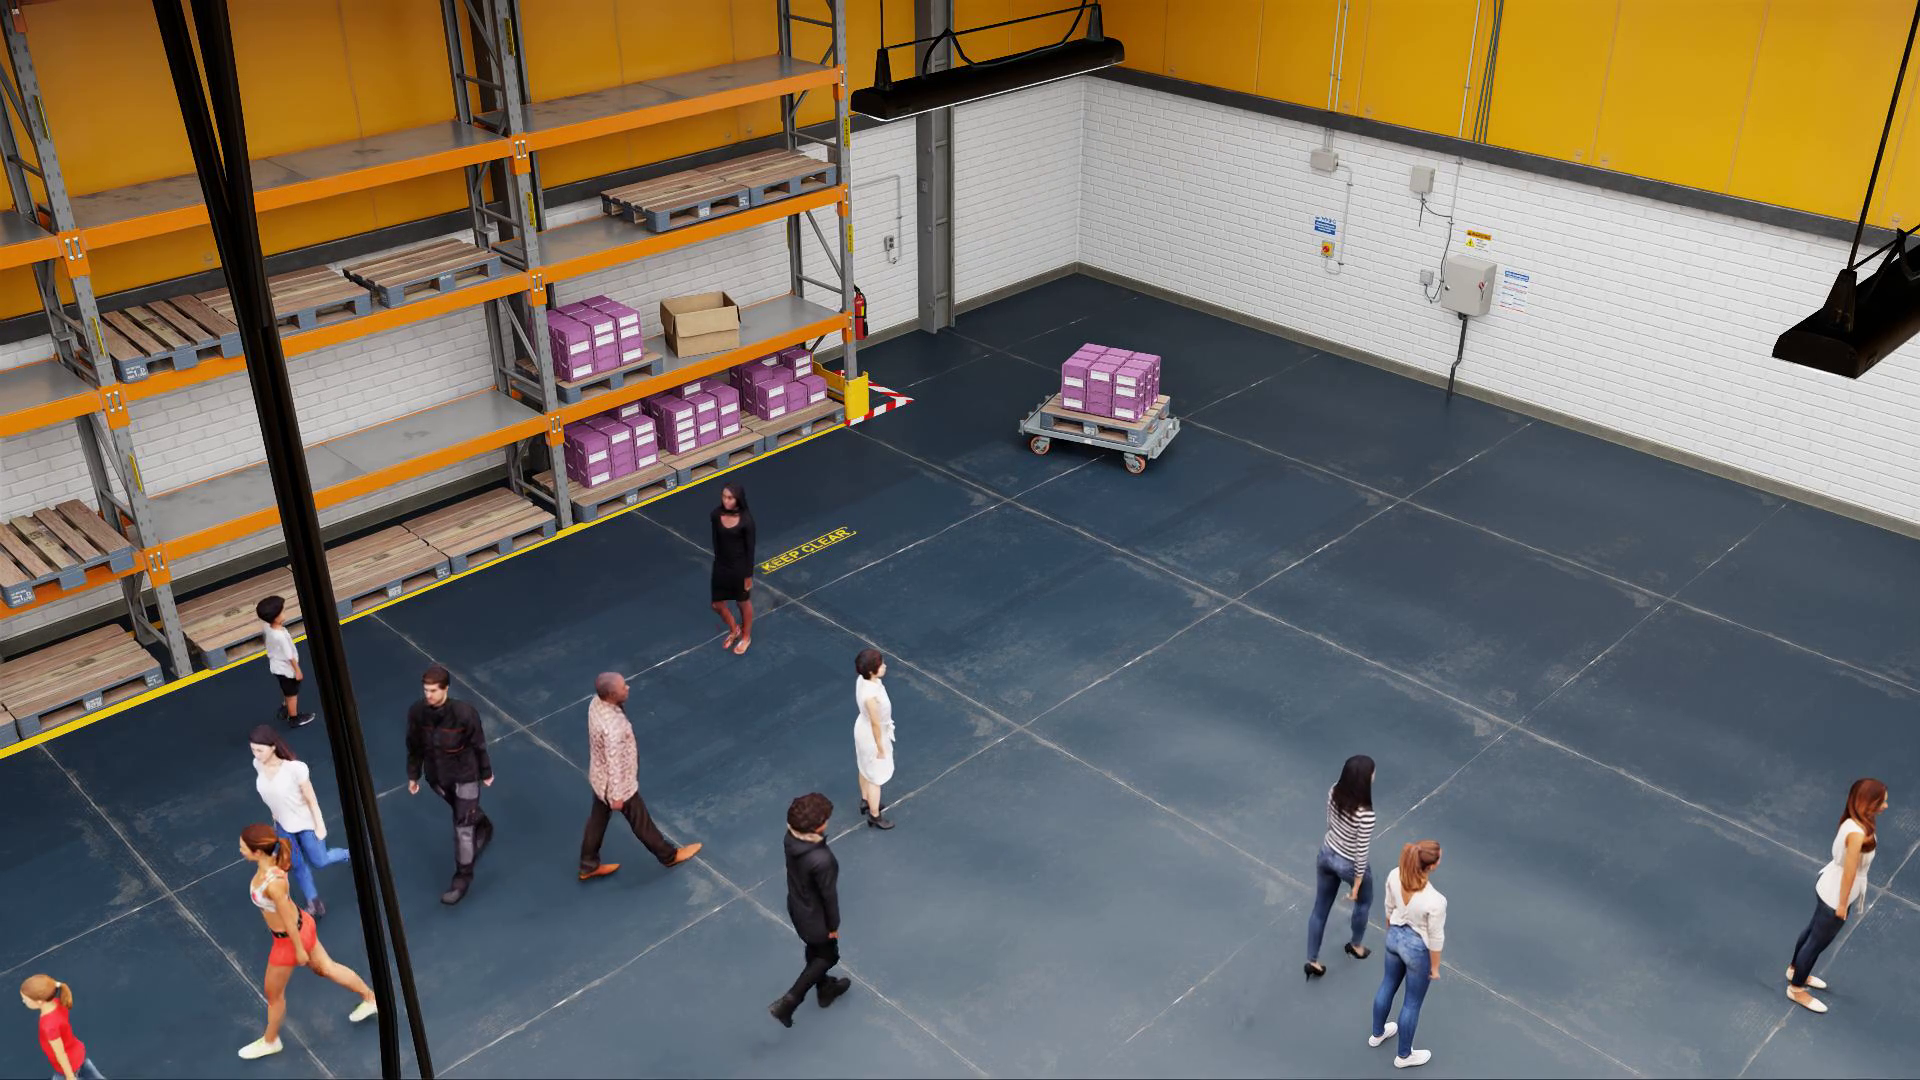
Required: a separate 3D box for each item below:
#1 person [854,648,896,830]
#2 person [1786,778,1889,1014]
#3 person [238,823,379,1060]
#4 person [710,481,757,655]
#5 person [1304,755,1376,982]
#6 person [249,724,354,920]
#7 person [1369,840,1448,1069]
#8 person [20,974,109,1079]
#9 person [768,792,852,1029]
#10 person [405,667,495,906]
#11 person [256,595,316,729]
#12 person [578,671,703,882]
[{"bbox_3d":[-0.671,1.505,12.710,0.651,1.556,0.636,-9,30,-16],"label":"person"},{"bbox_3d":[5.792,2.308,11.000,0.715,1.784,0.560,15,32,25],"label":"person"},{"bbox_3d":[-4.177,2.524,10.647,1.237,1.743,0.908,-11,30,-19],"label":"person"},{"bbox_3d":[-1.974,0.223,14.901,0.713,1.709,0.722,13,31,22],"label":"person"},{"bbox_3d":[2.492,2.237,11.144,0.841,1.772,0.667,-20,34,-32],"label":"person"},{"bbox_3d":[-4.620,1.961,11.767,0.872,1.658,1.030,8,30,15],"label":"person"},{"bbox_3d":[2.847,2.596,10.539,0.606,1.719,0.657,-16,32,-27],"label":"person"},{"bbox_3d":[-5.297,3.120,10.030,0.872,1.288,0.703,-10,30,-18],"label":"person"},{"bbox_3d":[-1.008,2.429,10.801,0.958,1.762,0.650,-22,36,-34],"label":"person"},{"bbox_3d":[-3.654,1.671,12.166,1.104,1.787,1.295,7,29,13],"label":"person"},{"bbox_3d":[-5.697,1.045,13.872,0.490,1.251,0.490,25,37,38],"label":"person"},{"bbox_3d":[-2.591,1.753,12.035,1.239,1.767,0.969,-13,31,-22],"label":"person"}]
